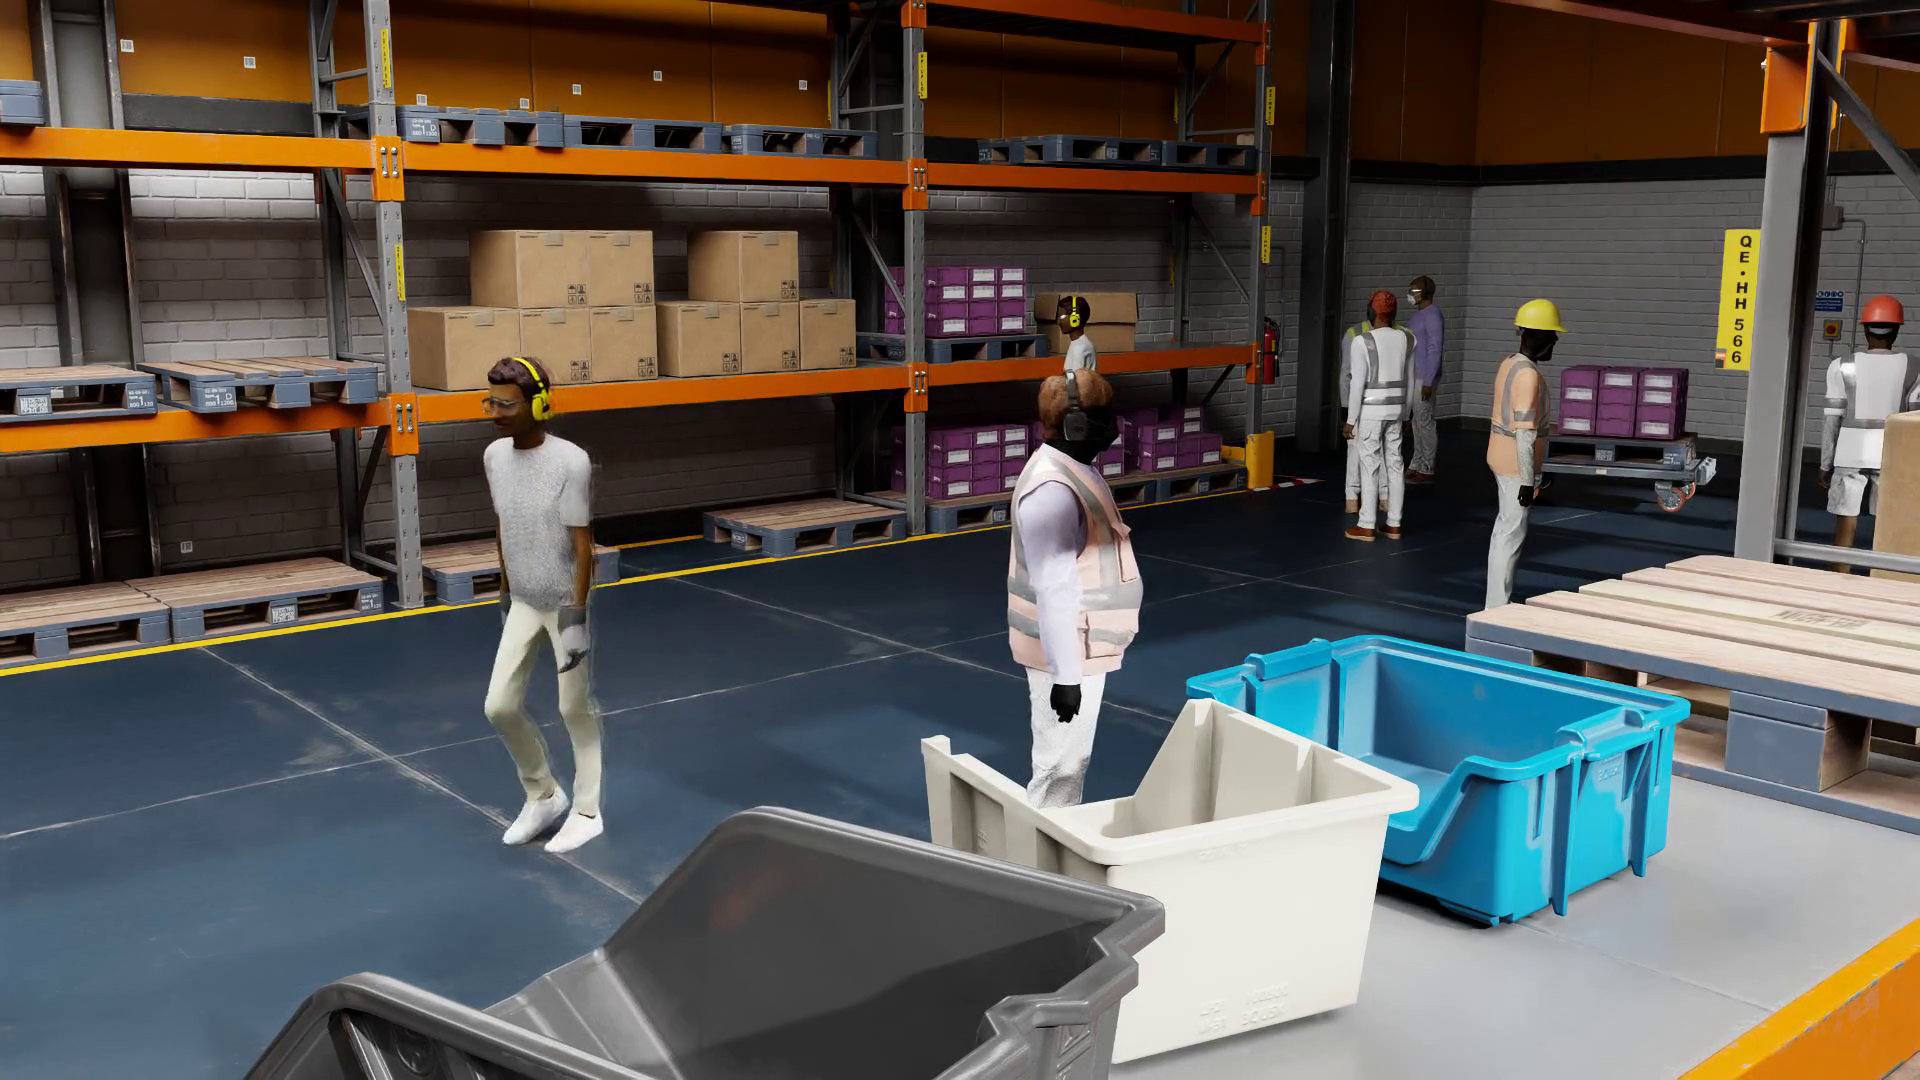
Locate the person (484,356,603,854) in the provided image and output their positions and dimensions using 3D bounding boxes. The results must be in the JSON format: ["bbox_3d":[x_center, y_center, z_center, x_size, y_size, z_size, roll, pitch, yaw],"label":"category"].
[{"bbox_3d":[-1.502,0.251,6.052,0.524,1.840,0.464,5,11,24],"label":"person"}]

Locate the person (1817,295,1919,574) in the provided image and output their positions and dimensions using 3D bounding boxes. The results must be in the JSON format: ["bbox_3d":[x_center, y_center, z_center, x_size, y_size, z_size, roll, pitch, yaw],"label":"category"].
[{"bbox_3d":[5.381,-0.474,9.842,0.552,1.932,0.377,4,11,21],"label":"person"}]

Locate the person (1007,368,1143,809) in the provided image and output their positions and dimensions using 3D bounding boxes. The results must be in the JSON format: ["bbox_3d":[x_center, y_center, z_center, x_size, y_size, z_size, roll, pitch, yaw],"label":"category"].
[{"bbox_3d":[0.370,0.370,5.366,0.429,1.846,0.630,1,10,8],"label":"person"}]

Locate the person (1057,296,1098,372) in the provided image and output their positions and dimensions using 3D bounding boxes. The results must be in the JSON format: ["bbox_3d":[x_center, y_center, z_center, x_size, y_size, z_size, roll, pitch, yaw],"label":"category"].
[{"bbox_3d":[0.850,-0.838,12.105,0.328,1.862,0.501,1,10,6],"label":"person"}]

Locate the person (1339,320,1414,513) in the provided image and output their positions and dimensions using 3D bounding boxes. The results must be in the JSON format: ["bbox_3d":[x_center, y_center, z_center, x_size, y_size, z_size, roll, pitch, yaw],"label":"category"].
[{"bbox_3d":[3.459,-1.130,13.777,0.632,1.842,0.429,0,10,-1],"label":"person"}]

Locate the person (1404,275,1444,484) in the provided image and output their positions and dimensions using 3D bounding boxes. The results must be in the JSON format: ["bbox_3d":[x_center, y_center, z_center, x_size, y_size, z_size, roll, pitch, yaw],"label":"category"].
[{"bbox_3d":[4.303,-1.488,15.509,0.355,1.938,0.637,0,10,2],"label":"person"}]

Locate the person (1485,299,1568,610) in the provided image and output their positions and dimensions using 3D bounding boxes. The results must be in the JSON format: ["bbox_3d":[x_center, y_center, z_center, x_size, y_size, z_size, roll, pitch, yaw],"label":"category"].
[{"bbox_3d":[3.278,-0.434,9.679,0.398,1.919,0.582,2,10,10],"label":"person"}]

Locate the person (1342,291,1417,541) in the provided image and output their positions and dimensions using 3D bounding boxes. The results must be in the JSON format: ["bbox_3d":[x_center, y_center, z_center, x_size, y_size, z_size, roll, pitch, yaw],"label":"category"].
[{"bbox_3d":[3.158,-0.928,12.533,0.573,1.883,0.353,-4,11,-21],"label":"person"}]
